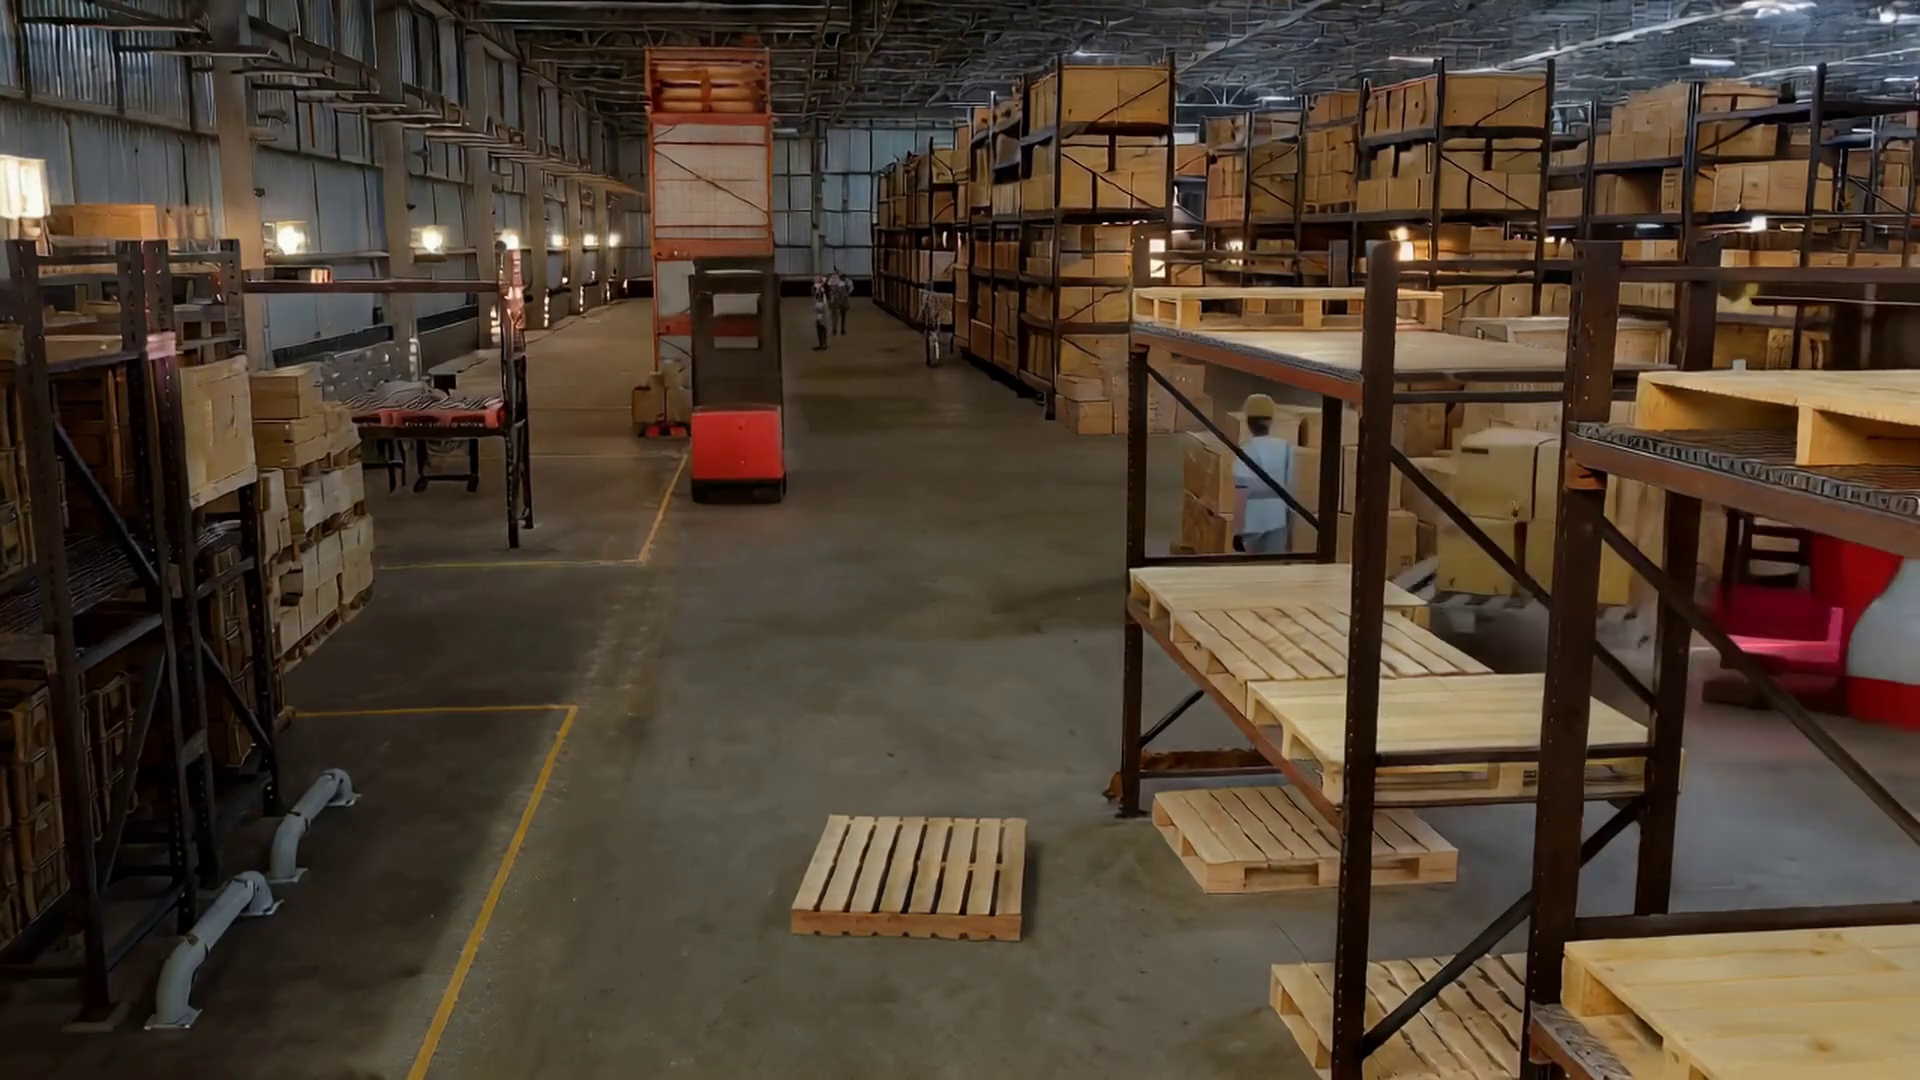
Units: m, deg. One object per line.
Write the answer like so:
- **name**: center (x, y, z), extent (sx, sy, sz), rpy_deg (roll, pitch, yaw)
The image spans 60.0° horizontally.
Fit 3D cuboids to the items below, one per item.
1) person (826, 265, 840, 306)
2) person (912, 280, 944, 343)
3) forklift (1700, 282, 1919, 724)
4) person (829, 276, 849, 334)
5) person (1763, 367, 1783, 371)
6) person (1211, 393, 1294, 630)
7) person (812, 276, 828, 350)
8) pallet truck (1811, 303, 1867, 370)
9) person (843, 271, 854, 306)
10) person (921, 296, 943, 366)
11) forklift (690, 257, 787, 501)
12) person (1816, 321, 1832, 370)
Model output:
- **person**: center (-5.696, -11.401, 74.769), extent (0.652, 1.912, 0.765), rpy_deg (-2, 10, -9)
- **person**: center (-0.910, -6.731, 49.097), extent (0.971, 1.857, 0.690), rpy_deg (1, 10, 8)
- **forklift**: center (5.920, -0.302, 10.605), extent (1.873, 2.768, 1.129), rpy_deg (6, 12, 30)
- **person**: center (-3.891, -7.541, 53.477), extent (0.650, 1.888, 0.664), rpy_deg (2, 10, 8)
- **person**: center (9.111, -1.138, 18.709), extent (0.606, 1.615, 0.539), rpy_deg (-3, 11, -19)
- **person**: center (2.200, -0.154, 12.514), extent (0.572, 1.891, 0.929), rpy_deg (-5, 11, -26)
- **person**: center (-3.885, -6.269, 45.980), extent (0.365, 2.045, 0.615), rpy_deg (-6, 12, -31)
- **pallet truck**: center (15.846, -3.142, 28.793), extent (1.885, 1.965, 0.823), rpy_deg (2, 10, 12)
- **person**: center (-5.220, -11.662, 77.092), extent (0.546, 1.635, 0.605), rpy_deg (-9, 14, -42)
- **person**: center (-0.685, -5.070, 40.307), extent (0.539, 1.696, 0.317), rpy_deg (2, 10, 11)
- **forklift**: center (-2.650, -1.955, 19.765), extent (1.129, 2.768, 1.873), rpy_deg (-1, 10, -6)
- **person**: center (13.097, -2.420, 25.041), extent (0.397, 1.911, 0.587), rpy_deg (10, 14, 44)
